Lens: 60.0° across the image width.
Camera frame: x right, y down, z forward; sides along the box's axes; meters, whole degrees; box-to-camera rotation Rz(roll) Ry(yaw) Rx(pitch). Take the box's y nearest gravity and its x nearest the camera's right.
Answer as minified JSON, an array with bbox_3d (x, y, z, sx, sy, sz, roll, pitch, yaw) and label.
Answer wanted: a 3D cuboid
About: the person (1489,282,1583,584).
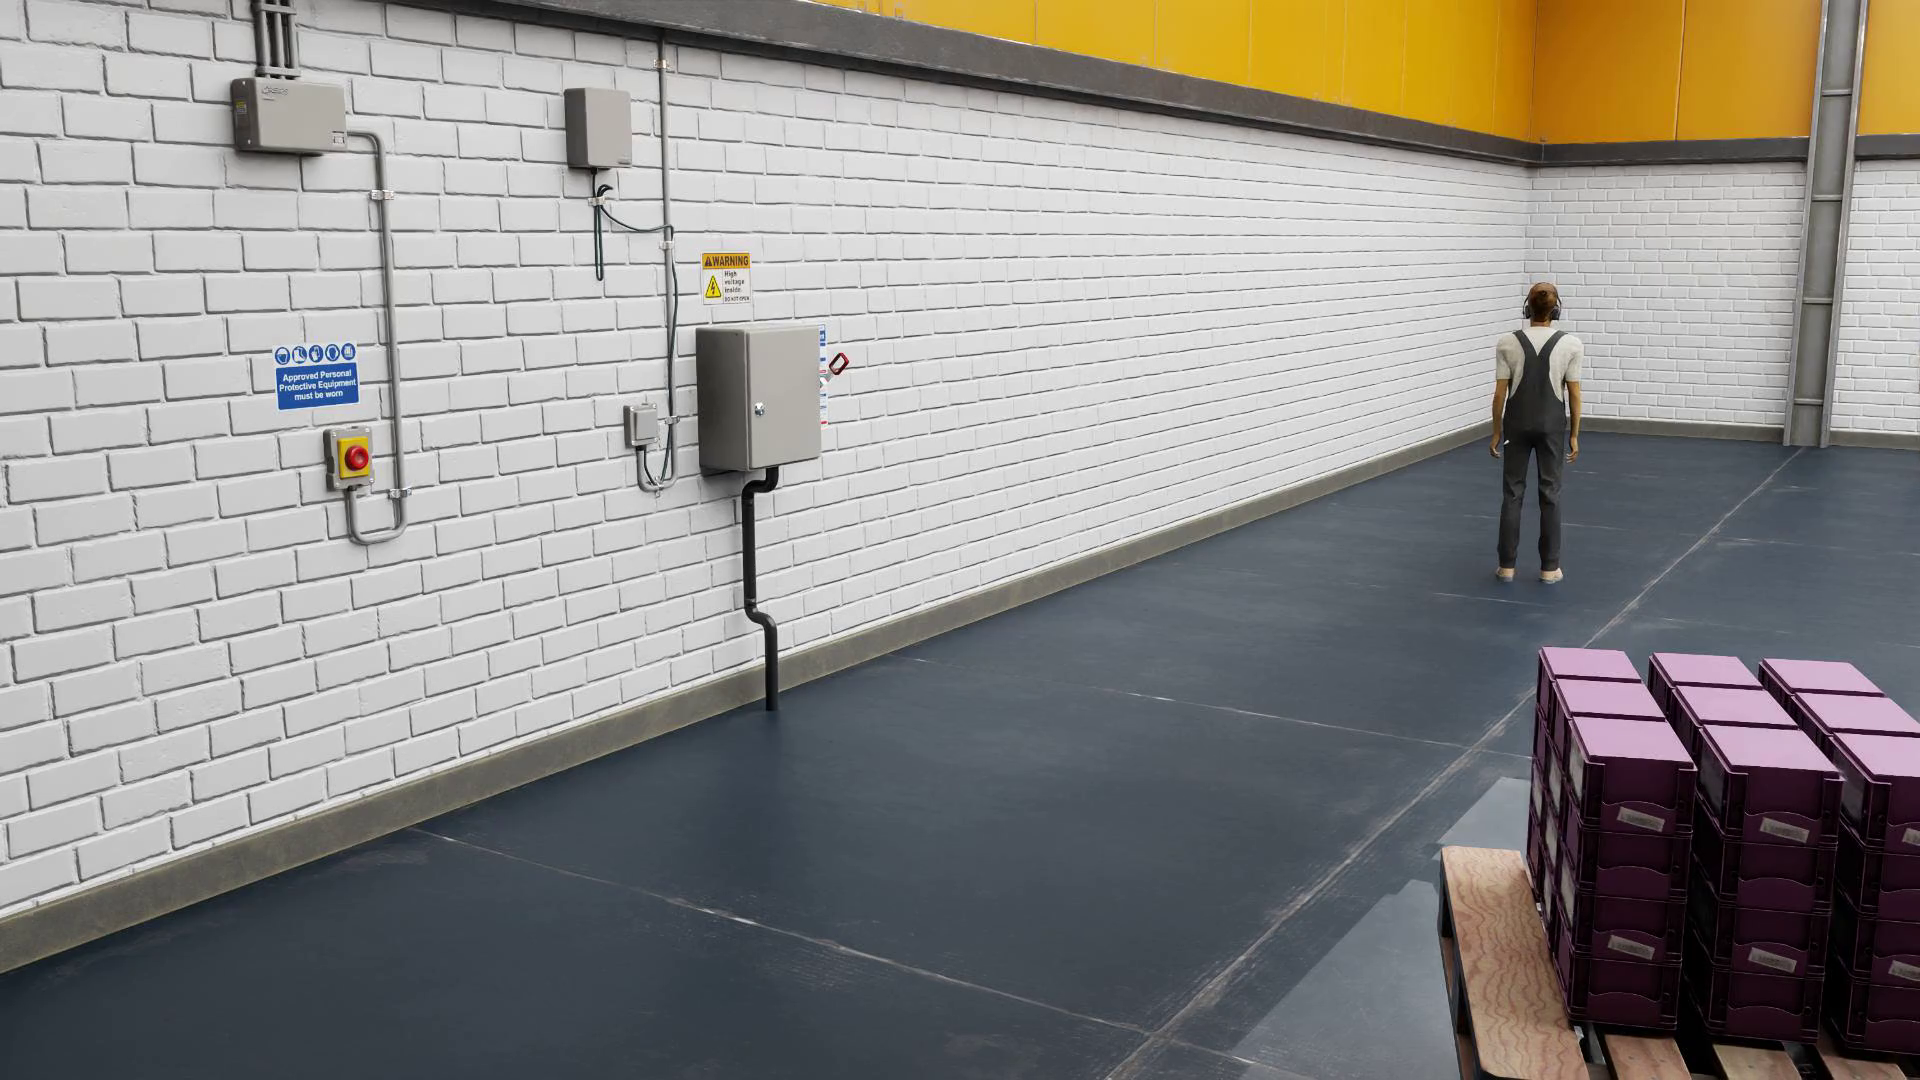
[{"bbox_3d":[3.526,-0.649,10.207,0.520,1.844,0.330,4,11,21],"label":"person"}]
